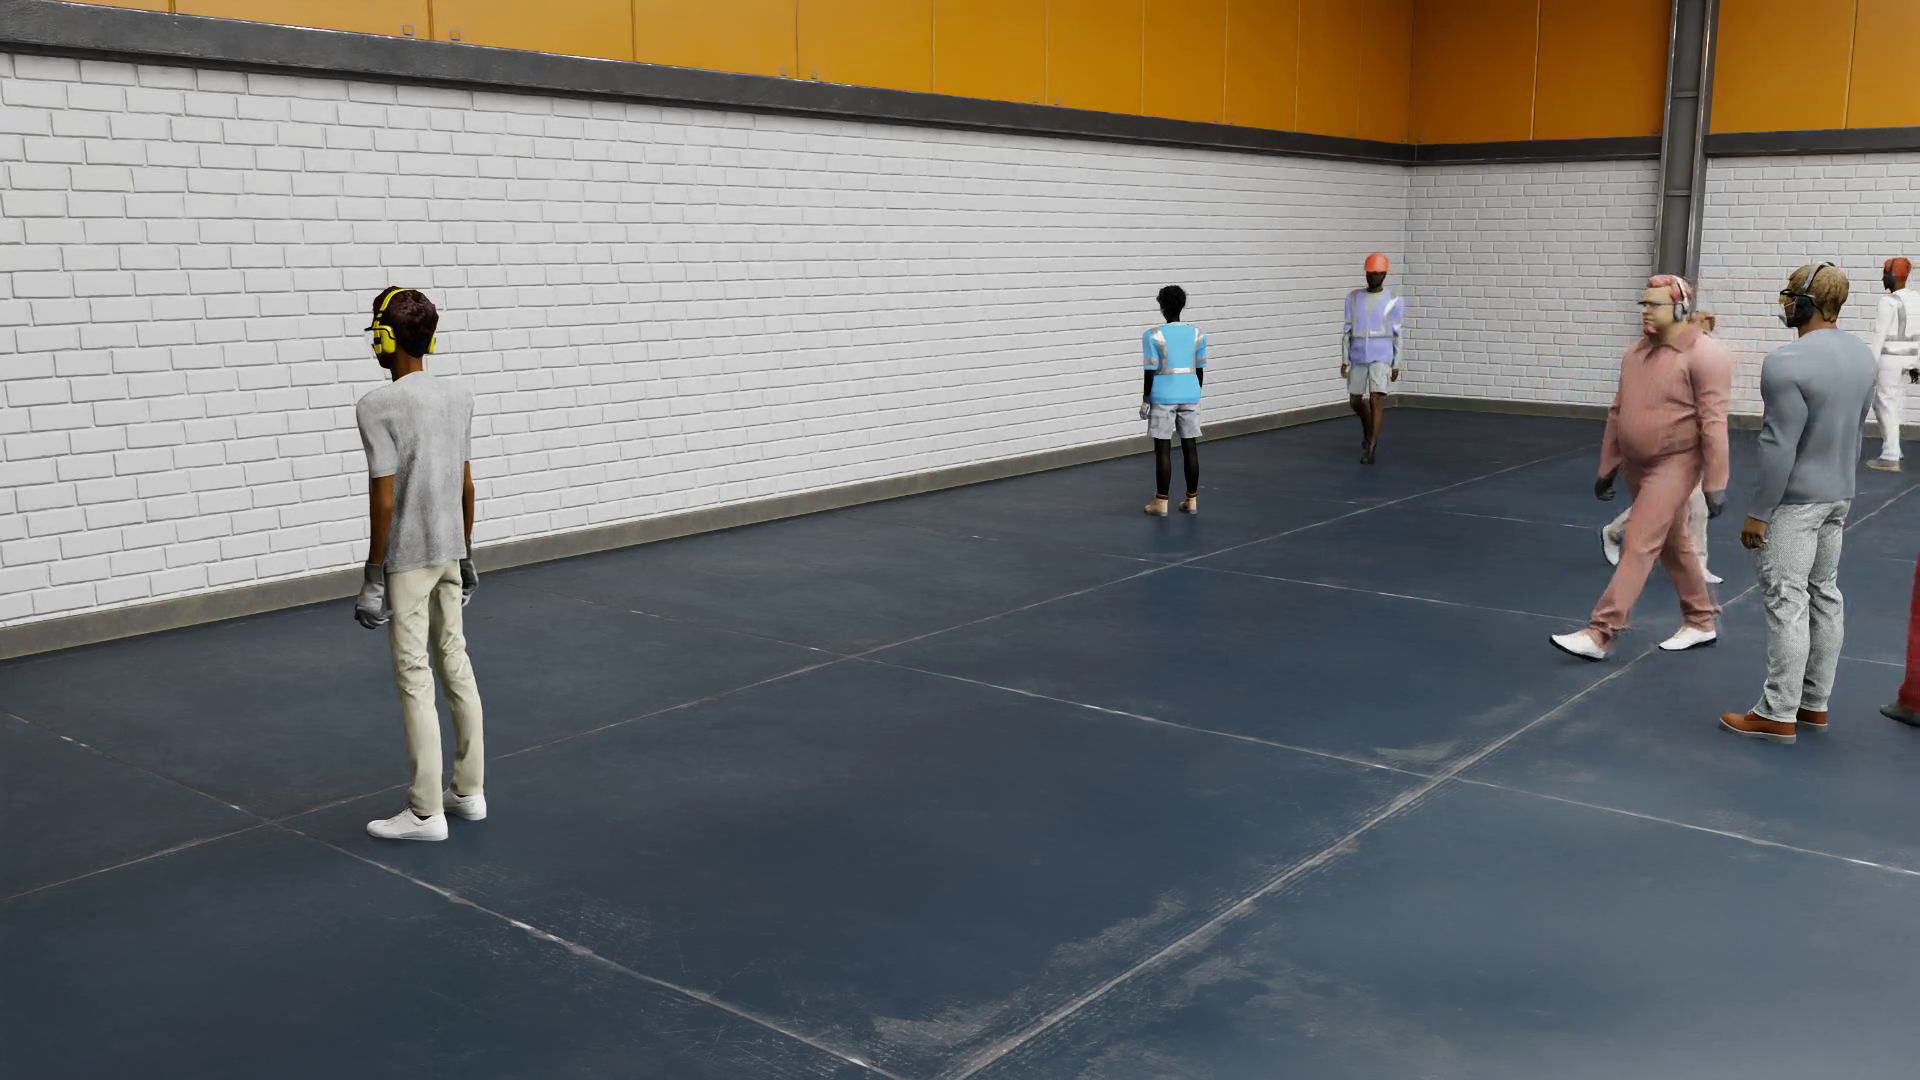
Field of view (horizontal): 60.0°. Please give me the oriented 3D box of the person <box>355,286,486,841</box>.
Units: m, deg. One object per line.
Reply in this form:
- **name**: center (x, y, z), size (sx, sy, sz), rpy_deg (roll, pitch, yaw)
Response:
- **person**: center (-1.840, 0.086, 5.631), size (0.324, 1.871, 0.526), rpy_deg (4, 11, 23)

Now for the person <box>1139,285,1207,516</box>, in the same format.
- **person**: center (1.566, -1.019, 12.239), size (0.532, 1.692, 0.322), rpy_deg (-4, 11, -20)

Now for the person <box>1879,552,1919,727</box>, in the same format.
- **person**: center (4.069, -0.020, 6.594), size (0.515, 1.730, 0.838), rpy_deg (0, 10, -1)

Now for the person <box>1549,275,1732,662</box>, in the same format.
- **person**: center (3.325, -0.338, 8.016), size (1.018, 1.855, 0.667), rpy_deg (-2, 11, -13)

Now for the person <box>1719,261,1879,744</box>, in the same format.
- **person**: center (3.392, -0.146, 6.723), size (0.630, 1.940, 0.372), rpy_deg (-7, 12, -33)

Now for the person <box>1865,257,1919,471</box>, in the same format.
- **person**: center (8.165, -1.542, 14.643), size (0.620, 1.868, 0.470), rpy_deg (-7, 12, -33)

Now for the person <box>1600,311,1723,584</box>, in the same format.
- **person**: center (4.252, -0.571, 9.970), size (0.515, 1.612, 0.684), rpy_deg (-5, 12, -27)

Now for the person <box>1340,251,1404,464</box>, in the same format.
- **person**: center (3.790, -1.676, 15.230), size (0.543, 1.925, 0.659), rpy_deg (6, 12, 28)
